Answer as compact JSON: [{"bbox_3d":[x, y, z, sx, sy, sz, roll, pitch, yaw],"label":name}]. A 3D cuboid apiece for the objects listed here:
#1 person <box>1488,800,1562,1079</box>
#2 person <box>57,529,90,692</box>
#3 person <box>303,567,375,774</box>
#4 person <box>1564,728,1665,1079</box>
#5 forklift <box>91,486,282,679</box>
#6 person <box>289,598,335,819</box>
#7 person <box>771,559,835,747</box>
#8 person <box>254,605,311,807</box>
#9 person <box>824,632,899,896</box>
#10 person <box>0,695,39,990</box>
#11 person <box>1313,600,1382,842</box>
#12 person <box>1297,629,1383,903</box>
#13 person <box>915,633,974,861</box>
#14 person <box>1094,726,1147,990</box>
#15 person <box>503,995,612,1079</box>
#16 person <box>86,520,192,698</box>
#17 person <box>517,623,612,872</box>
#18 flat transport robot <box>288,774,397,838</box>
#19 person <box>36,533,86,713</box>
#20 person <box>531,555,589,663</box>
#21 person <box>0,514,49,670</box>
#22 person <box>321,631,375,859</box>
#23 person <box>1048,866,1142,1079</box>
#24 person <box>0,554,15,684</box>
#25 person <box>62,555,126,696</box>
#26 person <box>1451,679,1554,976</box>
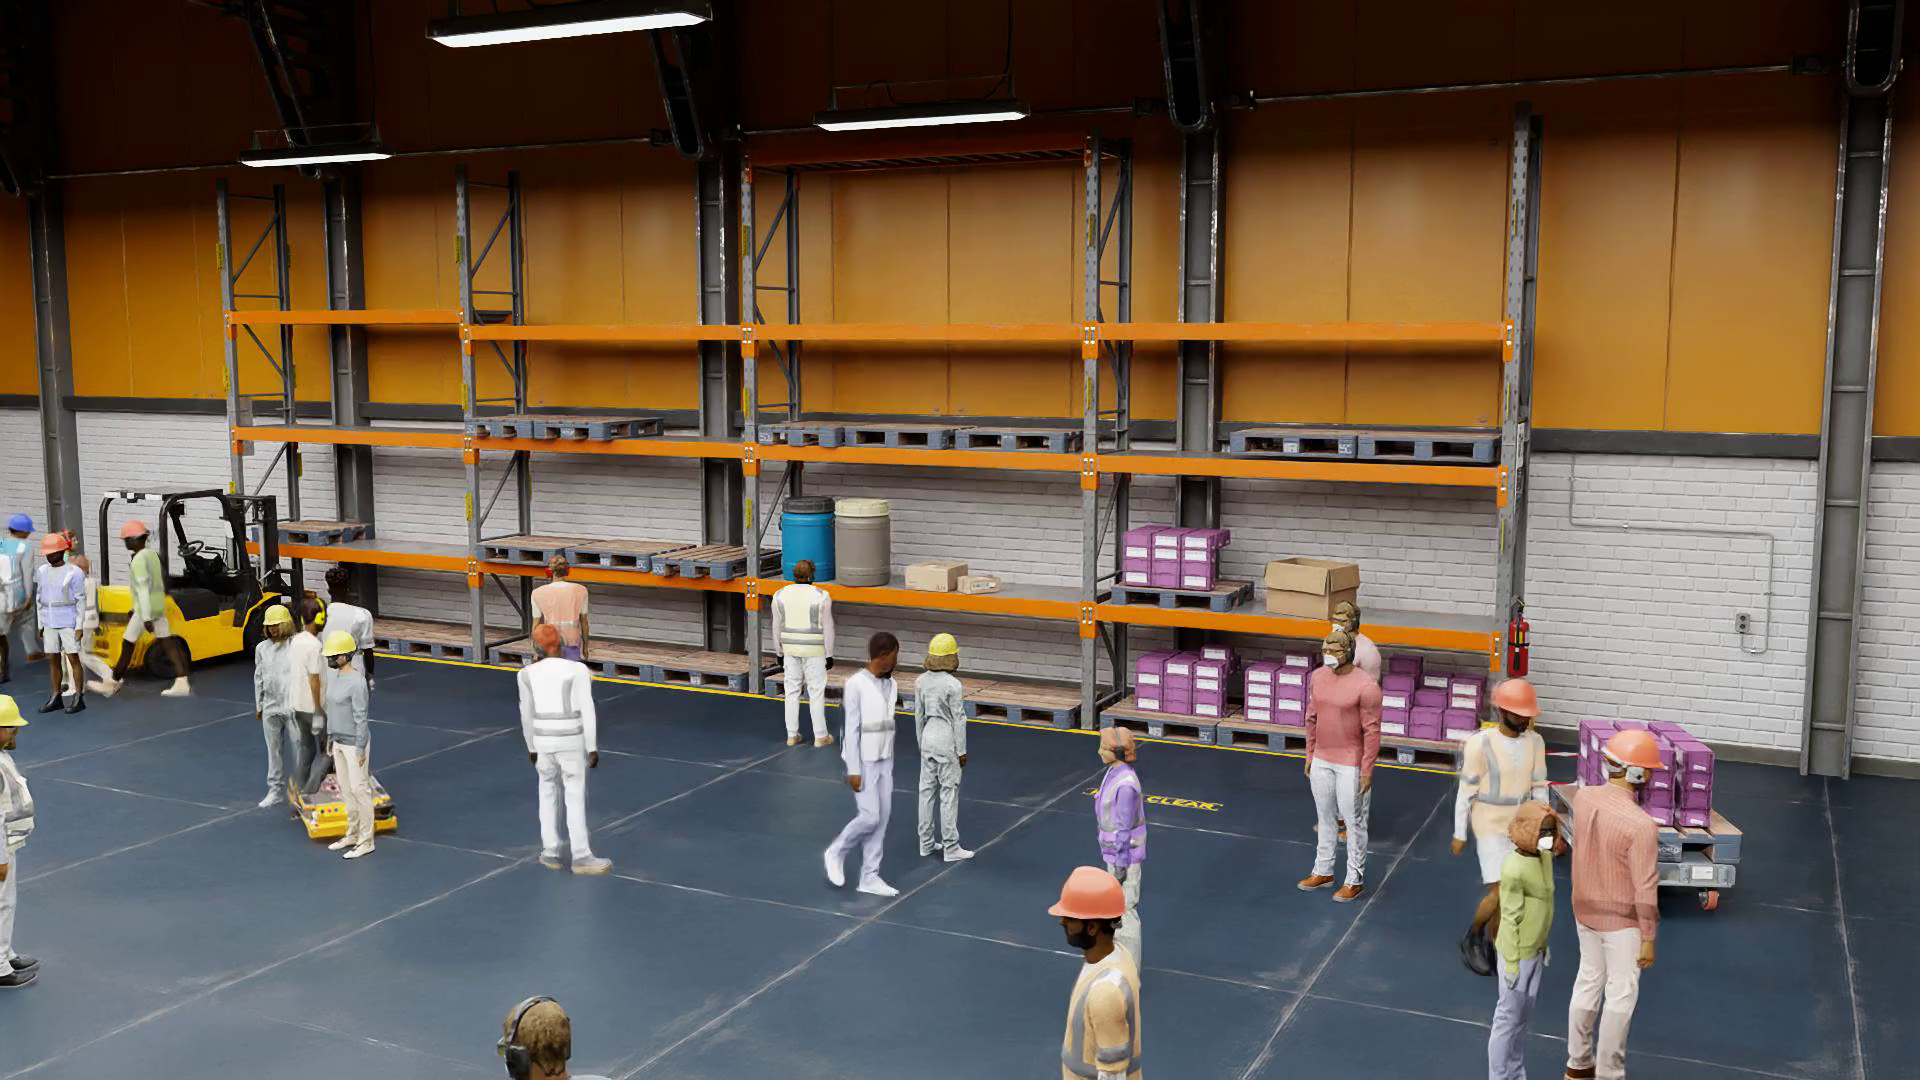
[{"bbox_3d":[2.919,2.137,8.569,0.287,1.631,0.501,6,9,39],"label":"person"},{"bbox_3d":[-10.048,0.799,18.735,0.565,1.850,0.390,5,9,38],"label":"person"},{"bbox_3d":[-5.545,1.215,14.891,0.600,1.957,0.374,-2,7,-16],"label":"person"},{"bbox_3d":[3.420,1.953,8.668,0.405,1.981,0.632,-2,7,-15],"label":"person"},{"bbox_3d":[-9.426,0.454,20.179,1.214,2.155,2.313,3,8,26],"label":"forklift"},{"bbox_3d":[-5.369,1.399,13.803,0.553,1.845,0.418,7,10,43],"label":"person"},{"bbox_3d":[-1.517,1.101,16.276,0.624,1.844,0.430,2,7,17],"label":"person"},{"bbox_3d":[-5.749,1.410,14.123,0.494,1.743,0.302,0,7,3],"label":"person"},{"bbox_3d":[-0.640,1.606,11.993,0.518,1.866,0.655,5,8,33],"label":"person"},{"bbox_3d":[-5.900,1.848,10.209,0.403,1.818,0.602,-4,8,-30],"label":"person"},{"bbox_3d":[3.086,1.428,13.234,0.364,1.932,0.633,-3,7,-23],"label":"person"},{"bbox_3d":[2.700,1.589,11.848,0.367,1.939,0.634,-5,9,-37],"label":"person"},{"bbox_3d":[-0.129,1.578,12.743,0.484,1.744,0.295,6,9,41],"label":"person"},{"bbox_3d":[0.984,1.942,10.201,0.316,1.629,0.510,0,7,-4],"label":"person"},{"bbox_3d":[-1.292,2.391,5.270,0.369,1.928,0.639,4,8,28],"label":"person"},{"bbox_3d":[-9.067,0.772,18.396,1.094,1.979,0.612,0,7,-4],"label":"person"},{"bbox_3d":[-2.953,1.560,12.484,0.752,1.855,0.372,2,7,13],"label":"person"},{"bbox_3d":[-5.170,2.171,13.868,0.652,0.197,1.431,-4,8,-29],"label":"flat transport robot"},{"bbox_3d":[-9.575,0.884,17.689,0.542,1.936,0.364,1,7,7],"label":"person"},{"bbox_3d":[-3.962,1.072,16.542,0.561,1.837,0.388,-3,8,-25],"label":"person"},{"bbox_3d":[-11.359,0.626,20.066,0.590,1.878,0.902,0,7,1],"label":"person"},{"bbox_3d":[-4.727,1.563,12.809,0.524,1.761,0.342,7,10,44],"label":"person"},{"bbox_3d":[0.530,2.232,6.541,0.379,1.937,0.548,1,7,6],"label":"person"},{"bbox_3d":[-11.044,0.761,18.917,0.566,1.896,0.981,-3,7,-21],"label":"person"},{"bbox_3d":[-9.648,0.961,18.407,0.758,1.615,0.524,0,7,-2],"label":"person"},{"bbox_3d":[3.379,1.790,10.285,0.569,1.914,0.461,-3,8,-23],"label":"person"}]
